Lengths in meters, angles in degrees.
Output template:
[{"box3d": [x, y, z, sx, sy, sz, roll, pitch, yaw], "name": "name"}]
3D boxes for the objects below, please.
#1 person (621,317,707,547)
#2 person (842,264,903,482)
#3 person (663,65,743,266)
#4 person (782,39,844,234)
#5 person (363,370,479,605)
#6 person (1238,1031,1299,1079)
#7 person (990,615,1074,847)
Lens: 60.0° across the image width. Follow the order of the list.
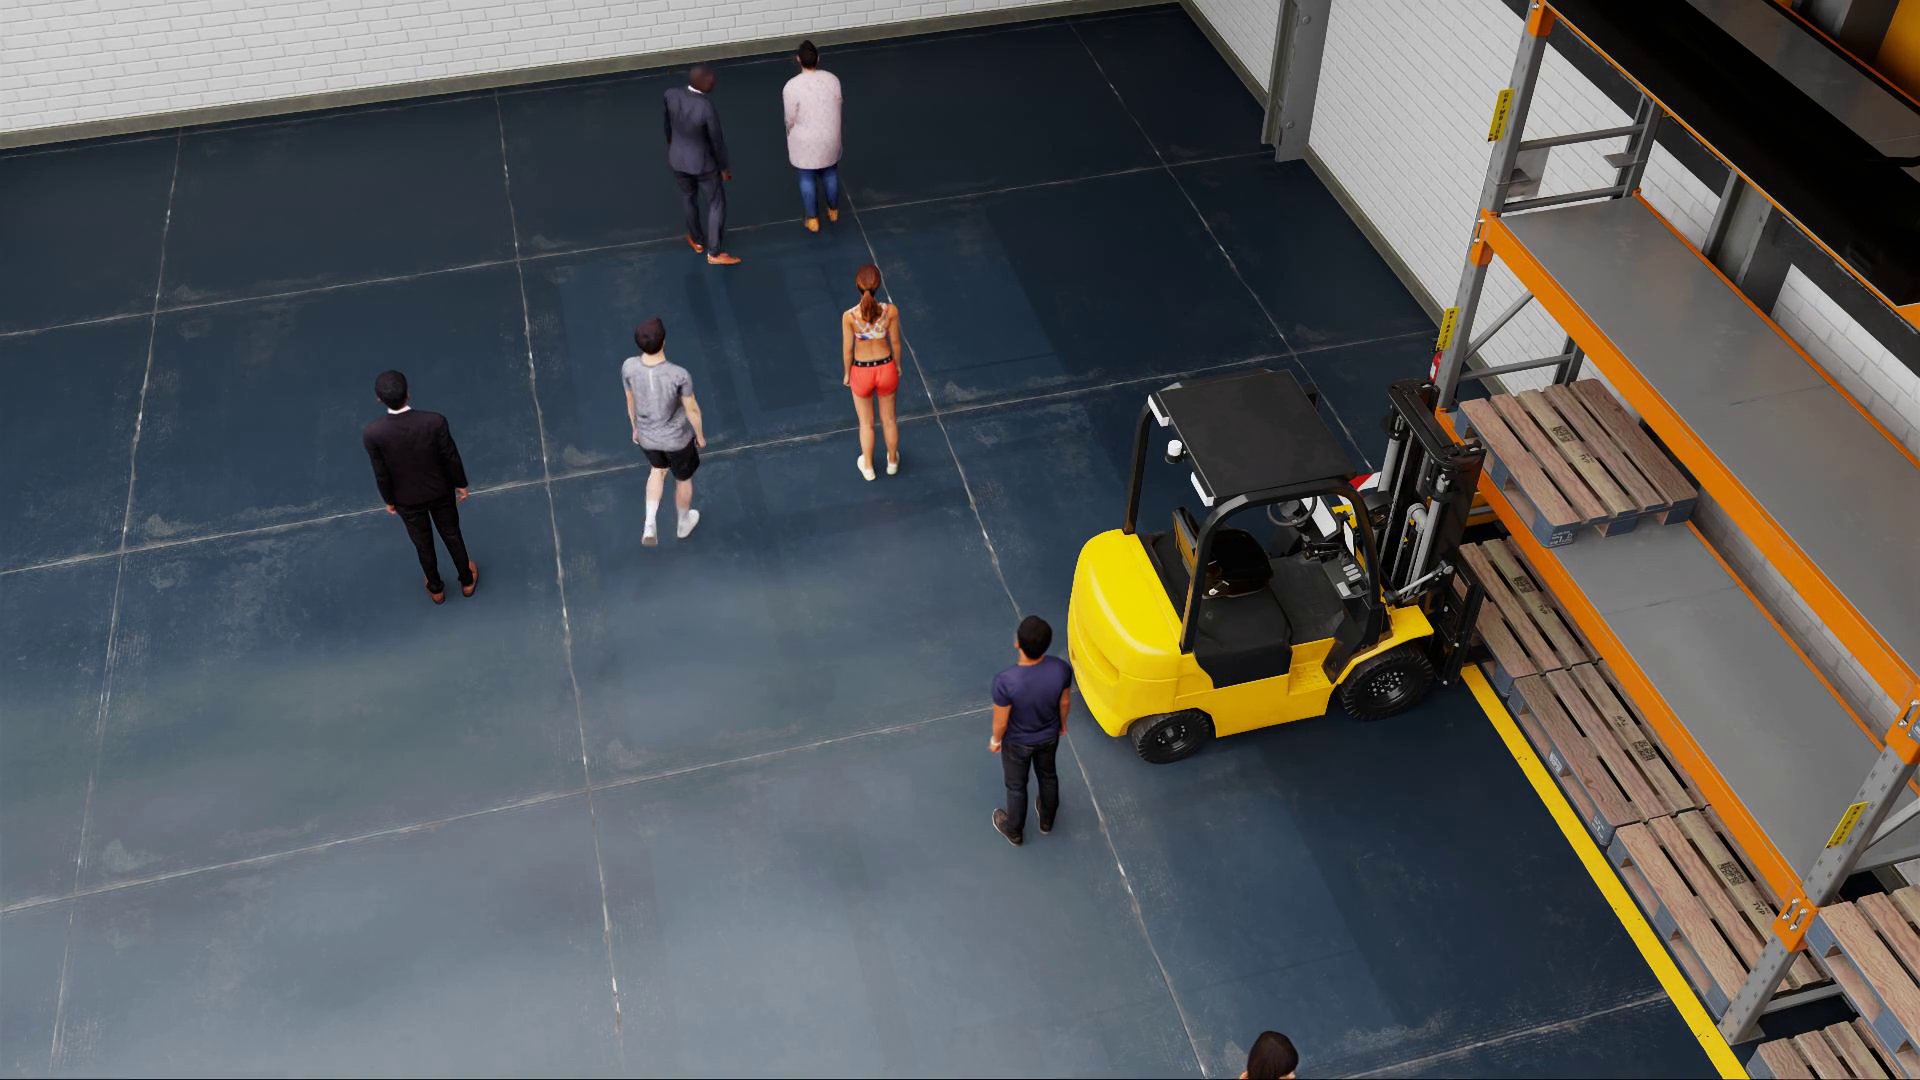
[{"box3d": [-2.035, -0.656, 11.286, 0.892, 1.854, 0.990, 11, 45, 12], "name": "person"}, {"box3d": [-0.622, -1.184, 11.887, 0.580, 1.790, 0.528, -9, 44, -9], "name": "person"}, {"box3d": [-2.250, -3.184, 13.983, 0.864, 1.794, 0.904, 9, 44, 9], "name": "person"}, {"box3d": [-1.254, -3.492, 14.336, 0.713, 1.753, 0.690, -15, 46, -15], "name": "person"}, {"box3d": [-3.538, -0.336, 10.929, 0.722, 1.883, 0.574, -15, 46, -15], "name": "person"}, {"box3d": [1.376, 2.777, 7.835, 0.660, 1.644, 0.621, 27, 50, 26], "name": "person"}, {"box3d": [0.406, 1.102, 9.485, 0.668, 1.793, 0.571, -17, 46, -17], "name": "person"}]
